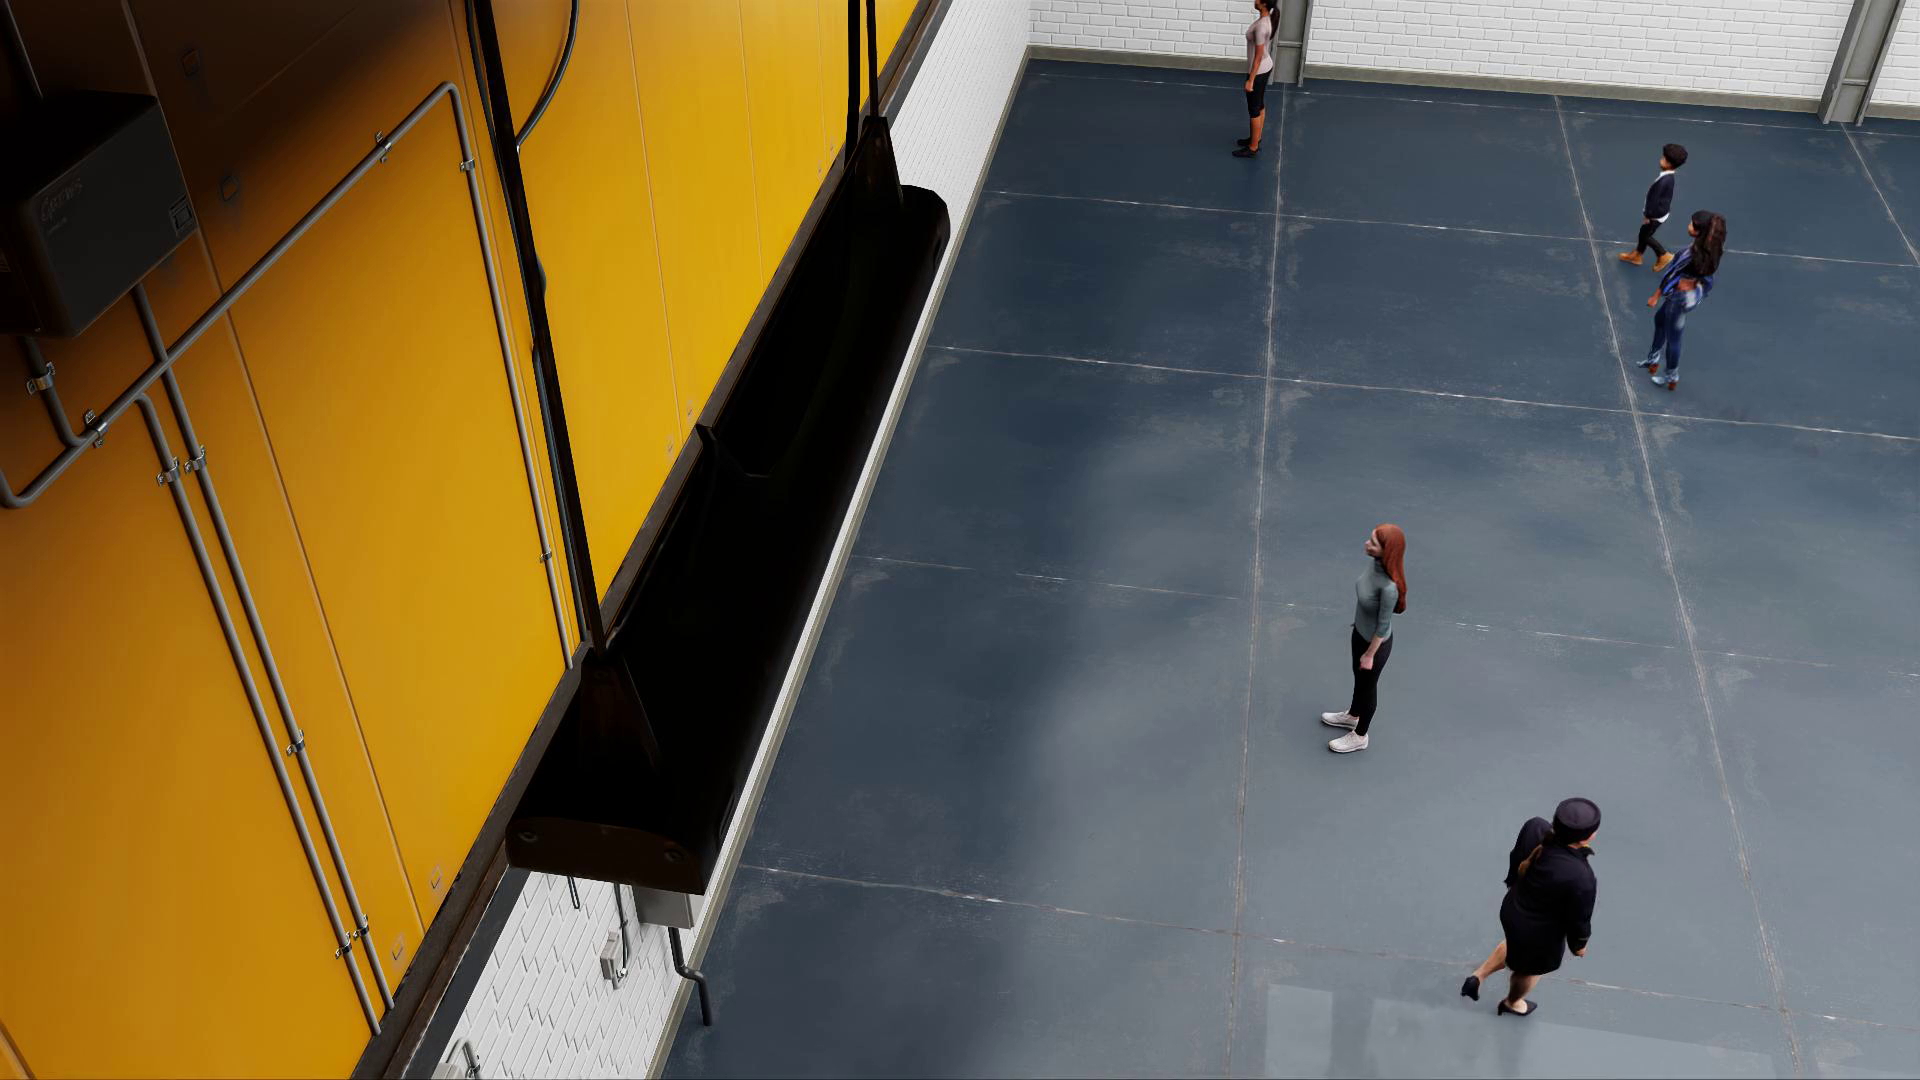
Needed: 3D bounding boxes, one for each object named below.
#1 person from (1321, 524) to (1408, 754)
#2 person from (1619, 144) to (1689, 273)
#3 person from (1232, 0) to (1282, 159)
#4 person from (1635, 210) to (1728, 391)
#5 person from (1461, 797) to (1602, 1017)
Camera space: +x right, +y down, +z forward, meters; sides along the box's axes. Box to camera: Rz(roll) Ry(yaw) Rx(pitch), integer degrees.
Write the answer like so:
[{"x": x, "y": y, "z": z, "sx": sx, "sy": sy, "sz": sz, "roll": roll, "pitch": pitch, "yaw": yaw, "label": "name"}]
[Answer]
[{"x": 2.538, "y": 0.605, "z": 10.283, "sx": 0.575, "sy": 1.742, "sz": 0.598, "roll": 2, "pitch": 39, "yaw": 2, "label": "person"}, {"x": 6.434, "y": -3.034, "z": 15.259, "sx": 0.789, "sy": 1.218, "sz": 0.656, "roll": 22, "pitch": 44, "yaw": 25, "label": "person"}, {"x": 3.063, "y": -4.790, "z": 17.033, "sx": 0.595, "sy": 1.748, "sz": 0.641, "roll": 13, "pitch": 40, "yaw": 16, "label": "person"}, {"x": 5.953, "y": -1.920, "z": 13.554, "sx": 0.782, "sy": 1.606, "sz": 0.839, "roll": -30, "pitch": 48, "yaw": -32, "label": "person"}, {"x": 2.940, "y": 1.975, "z": 8.632, "sx": 0.873, "sy": 1.661, "sz": 0.836, "roll": -9, "pitch": 40, "yaw": -12, "label": "person"}]
